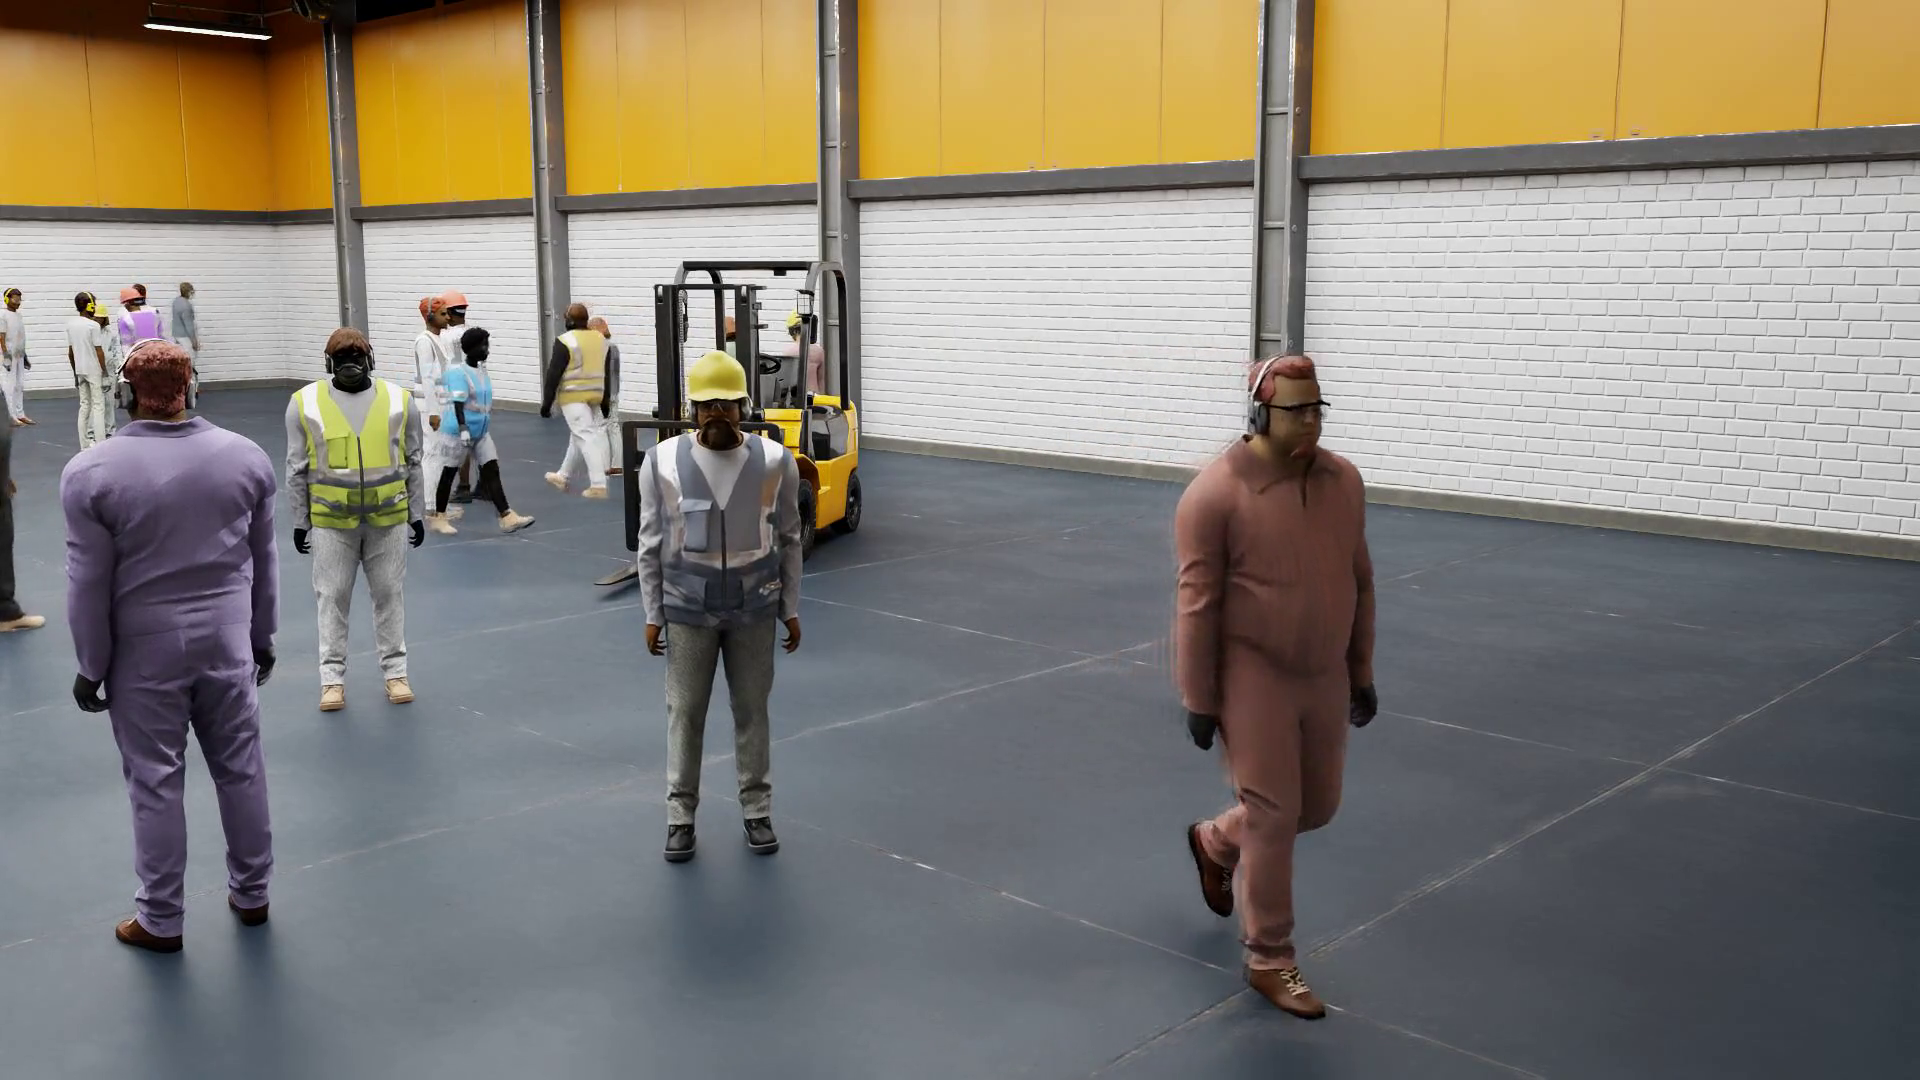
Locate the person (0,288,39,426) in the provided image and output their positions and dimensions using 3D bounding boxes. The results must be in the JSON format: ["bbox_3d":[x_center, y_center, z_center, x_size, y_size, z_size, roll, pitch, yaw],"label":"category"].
[{"bbox_3d":[-12.766,-2.469,22.494,0.328,1.865,0.521,0,9,0],"label":"person"}]

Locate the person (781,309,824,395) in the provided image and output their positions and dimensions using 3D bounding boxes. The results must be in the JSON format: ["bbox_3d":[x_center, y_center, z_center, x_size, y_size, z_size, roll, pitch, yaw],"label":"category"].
[{"bbox_3d":[-1.423,-1.175,14.874,0.327,1.761,0.533,7,12,37],"label":"person"}]

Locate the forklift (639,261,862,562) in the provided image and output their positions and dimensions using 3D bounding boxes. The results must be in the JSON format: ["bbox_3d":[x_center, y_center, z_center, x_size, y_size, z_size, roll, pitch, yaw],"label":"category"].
[{"bbox_3d":[-1.552,-1.040,12.721,1.214,2.155,2.313,2,9,11],"label":"forklift"}]

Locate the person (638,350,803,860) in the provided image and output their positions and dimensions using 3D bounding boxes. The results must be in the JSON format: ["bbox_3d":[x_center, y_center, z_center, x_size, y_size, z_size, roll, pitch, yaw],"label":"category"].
[{"bbox_3d":[-0.855,0.236,5.997,0.592,1.834,0.404,-2,9,-11],"label":"person"}]

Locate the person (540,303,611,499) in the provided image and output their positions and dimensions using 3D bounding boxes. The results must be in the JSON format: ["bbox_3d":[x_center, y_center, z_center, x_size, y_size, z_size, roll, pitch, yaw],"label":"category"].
[{"bbox_3d":[-3.610,-1.294,15.483,0.946,1.793,0.644,6,11,31],"label":"person"}]

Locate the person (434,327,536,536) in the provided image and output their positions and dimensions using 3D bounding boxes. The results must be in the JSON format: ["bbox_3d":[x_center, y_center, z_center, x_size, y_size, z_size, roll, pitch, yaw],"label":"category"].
[{"bbox_3d":[-3.826,-0.843,13.127,0.868,1.647,0.608,3,10,20],"label":"person"}]

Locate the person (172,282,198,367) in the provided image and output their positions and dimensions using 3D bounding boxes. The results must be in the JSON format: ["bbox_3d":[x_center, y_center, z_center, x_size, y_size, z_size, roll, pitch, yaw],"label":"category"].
[{"bbox_3d":[-12.991,-3.350,27.820,0.405,1.898,0.708,-8,12,-39],"label":"person"}]

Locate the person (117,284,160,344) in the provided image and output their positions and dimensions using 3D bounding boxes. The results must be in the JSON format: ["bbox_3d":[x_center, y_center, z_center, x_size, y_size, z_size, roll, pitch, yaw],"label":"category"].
[{"bbox_3d":[-11.408,-2.604,23.190,0.587,1.911,0.397,1,9,3],"label":"person"}]

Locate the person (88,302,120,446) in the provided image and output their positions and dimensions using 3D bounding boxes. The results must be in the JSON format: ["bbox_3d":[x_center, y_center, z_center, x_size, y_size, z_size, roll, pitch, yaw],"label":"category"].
[{"bbox_3d":[-10.052,-1.911,19.454,0.306,1.739,0.485,7,11,35],"label":"person"}]

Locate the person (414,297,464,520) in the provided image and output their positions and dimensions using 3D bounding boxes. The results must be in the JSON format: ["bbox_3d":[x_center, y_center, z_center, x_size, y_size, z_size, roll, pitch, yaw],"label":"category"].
[{"bbox_3d":[-4.434,-1.110,14.101,0.354,1.883,0.573,-2,9,-10],"label":"person"}]

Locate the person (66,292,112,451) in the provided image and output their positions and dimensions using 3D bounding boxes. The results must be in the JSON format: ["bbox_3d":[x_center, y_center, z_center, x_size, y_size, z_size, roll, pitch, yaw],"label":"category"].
[{"bbox_3d":[-9.696,-1.830,18.576,0.509,1.865,0.328,4,10,21],"label":"person"}]

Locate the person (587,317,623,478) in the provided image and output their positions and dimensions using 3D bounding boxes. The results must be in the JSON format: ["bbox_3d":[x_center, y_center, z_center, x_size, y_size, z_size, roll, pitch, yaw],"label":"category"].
[{"bbox_3d":[-3.644,-1.445,16.915,0.282,1.631,0.503,5,11,28],"label":"person"}]

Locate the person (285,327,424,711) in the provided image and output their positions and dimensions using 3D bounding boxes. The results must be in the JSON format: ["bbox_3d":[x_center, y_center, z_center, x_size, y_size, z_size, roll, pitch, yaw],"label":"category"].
[{"bbox_3d":[-2.909,-0.102,8.049,0.633,1.841,0.429,-4,10,-25],"label":"person"}]

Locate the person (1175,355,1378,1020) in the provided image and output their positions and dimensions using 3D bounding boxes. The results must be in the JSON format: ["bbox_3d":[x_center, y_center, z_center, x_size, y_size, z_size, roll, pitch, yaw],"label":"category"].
[{"bbox_3d":[0.901,0.386,4.933,0.652,1.883,0.723,-6,11,-31],"label":"person"}]

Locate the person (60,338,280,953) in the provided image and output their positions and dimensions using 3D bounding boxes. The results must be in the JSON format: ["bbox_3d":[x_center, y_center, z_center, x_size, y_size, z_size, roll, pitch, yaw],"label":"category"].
[{"bbox_3d":[-2.460,0.327,5.218,0.407,1.908,0.641,8,12,41],"label":"person"}]

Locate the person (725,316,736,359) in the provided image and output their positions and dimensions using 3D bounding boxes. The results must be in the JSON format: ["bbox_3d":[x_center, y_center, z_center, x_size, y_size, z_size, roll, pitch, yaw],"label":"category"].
[{"bbox_3d":[-2.368,-1.495,17.220,0.280,1.633,0.498,5,11,30],"label":"person"}]

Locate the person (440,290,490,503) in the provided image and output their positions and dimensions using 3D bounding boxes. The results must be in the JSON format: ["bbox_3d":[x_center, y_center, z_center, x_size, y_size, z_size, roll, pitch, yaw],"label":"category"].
[{"bbox_3d":[-4.530,-1.294,15.094,0.374,1.928,0.543,5,11,28],"label":"person"}]

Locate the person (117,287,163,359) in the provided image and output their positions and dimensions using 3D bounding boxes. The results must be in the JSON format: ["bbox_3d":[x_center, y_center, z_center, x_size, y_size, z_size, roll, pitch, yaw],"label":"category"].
[{"bbox_3d":[-10.061,-2.173,20.603,0.788,1.893,0.597,8,12,40],"label":"person"}]

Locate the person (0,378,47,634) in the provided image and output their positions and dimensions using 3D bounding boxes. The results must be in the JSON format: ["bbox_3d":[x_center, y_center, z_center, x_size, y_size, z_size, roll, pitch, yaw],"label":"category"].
[{"bbox_3d":[-5.568,-0.314,9.479,0.346,1.808,0.662,0,9,-3],"label":"person"}]
